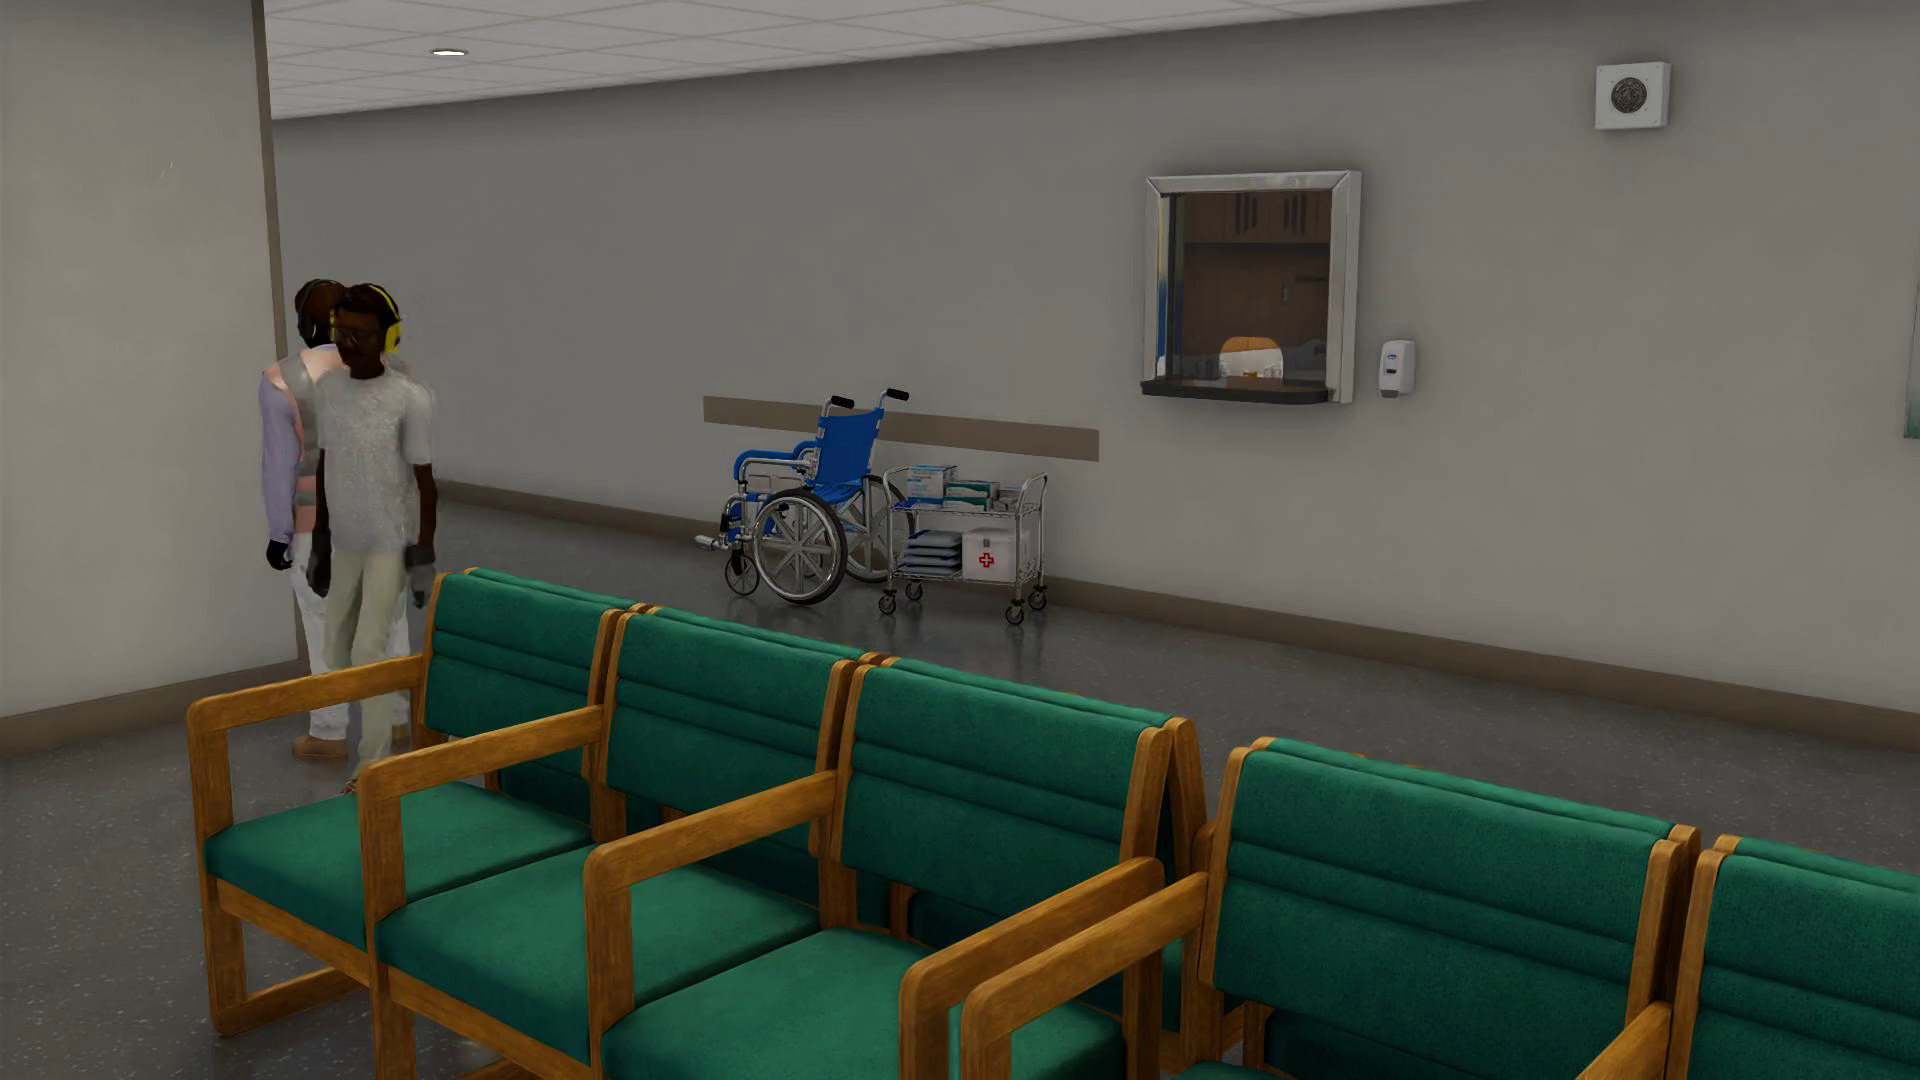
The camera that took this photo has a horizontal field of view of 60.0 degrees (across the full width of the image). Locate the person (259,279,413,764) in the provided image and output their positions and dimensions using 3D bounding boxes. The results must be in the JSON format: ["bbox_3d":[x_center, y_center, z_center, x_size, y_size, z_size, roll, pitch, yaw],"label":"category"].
[{"bbox_3d":[-2.380,-0.071,6.385,0.429,1.845,0.627,8,13,39],"label":"person"}]

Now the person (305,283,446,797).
[{"bbox_3d":[-2.030,0.025,5.836,0.543,1.840,0.617,5,11,27],"label":"person"}]
